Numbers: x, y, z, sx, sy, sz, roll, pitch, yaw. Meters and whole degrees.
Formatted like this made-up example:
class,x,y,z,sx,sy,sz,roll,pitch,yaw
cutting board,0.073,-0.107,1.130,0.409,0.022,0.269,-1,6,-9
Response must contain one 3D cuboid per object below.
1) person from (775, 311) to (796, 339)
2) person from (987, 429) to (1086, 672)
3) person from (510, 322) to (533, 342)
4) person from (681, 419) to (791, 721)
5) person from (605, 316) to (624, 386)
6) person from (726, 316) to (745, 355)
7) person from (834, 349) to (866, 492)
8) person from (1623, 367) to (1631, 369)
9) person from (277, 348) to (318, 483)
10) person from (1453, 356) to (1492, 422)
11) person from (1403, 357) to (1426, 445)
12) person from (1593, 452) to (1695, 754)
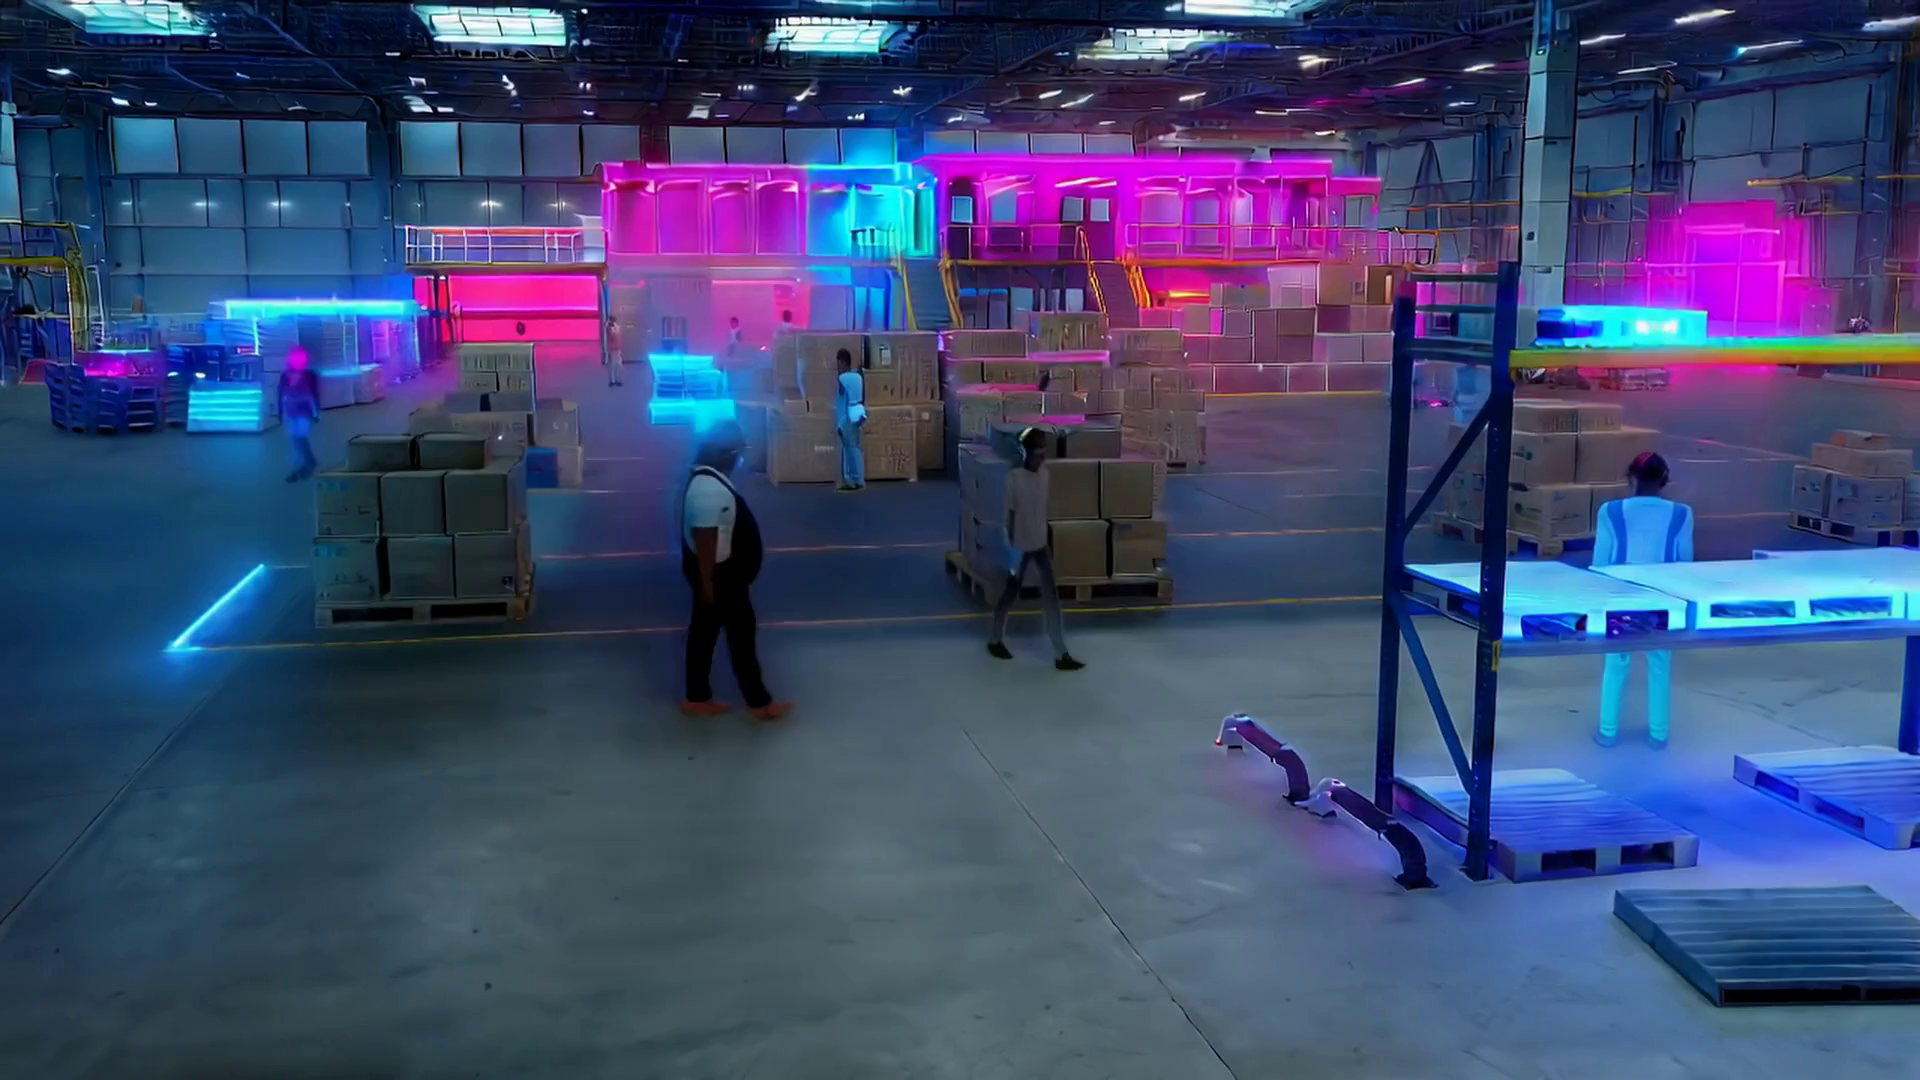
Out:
class,x,y,z,sx,sy,sz,roll,pitch,yaw
person,-4.319,-4.789,41.773,0.615,1.919,0.976,7,12,36
person,0.518,0.067,12.465,0.545,1.816,1.000,-8,12,-41
person,-9.191,-3.648,34.935,0.534,1.869,0.311,-4,10,-24
person,-1.466,0.189,11.023,0.833,2.000,0.711,-1,9,-7
person,-8.775,-4.801,42.281,0.313,1.768,0.528,7,12,37
person,-5.433,-4.533,40.439,0.547,1.831,0.464,-8,12,-40
person,-1.476,-1.600,22.346,0.395,1.910,0.586,4,10,21
person,18.072,-5.450,45.754,0.763,1.927,0.614,5,11,29
person,-9.301,-1.767,23.397,0.594,1.905,0.714,2,9,9
person,7.612,-1.945,24.790,0.635,1.800,0.870,8,12,39
person,7.637,-2.463,28.252,0.499,1.693,0.911,5,11,28
person,4.222,0.388,10.328,0.574,1.876,0.356,3,10,15
